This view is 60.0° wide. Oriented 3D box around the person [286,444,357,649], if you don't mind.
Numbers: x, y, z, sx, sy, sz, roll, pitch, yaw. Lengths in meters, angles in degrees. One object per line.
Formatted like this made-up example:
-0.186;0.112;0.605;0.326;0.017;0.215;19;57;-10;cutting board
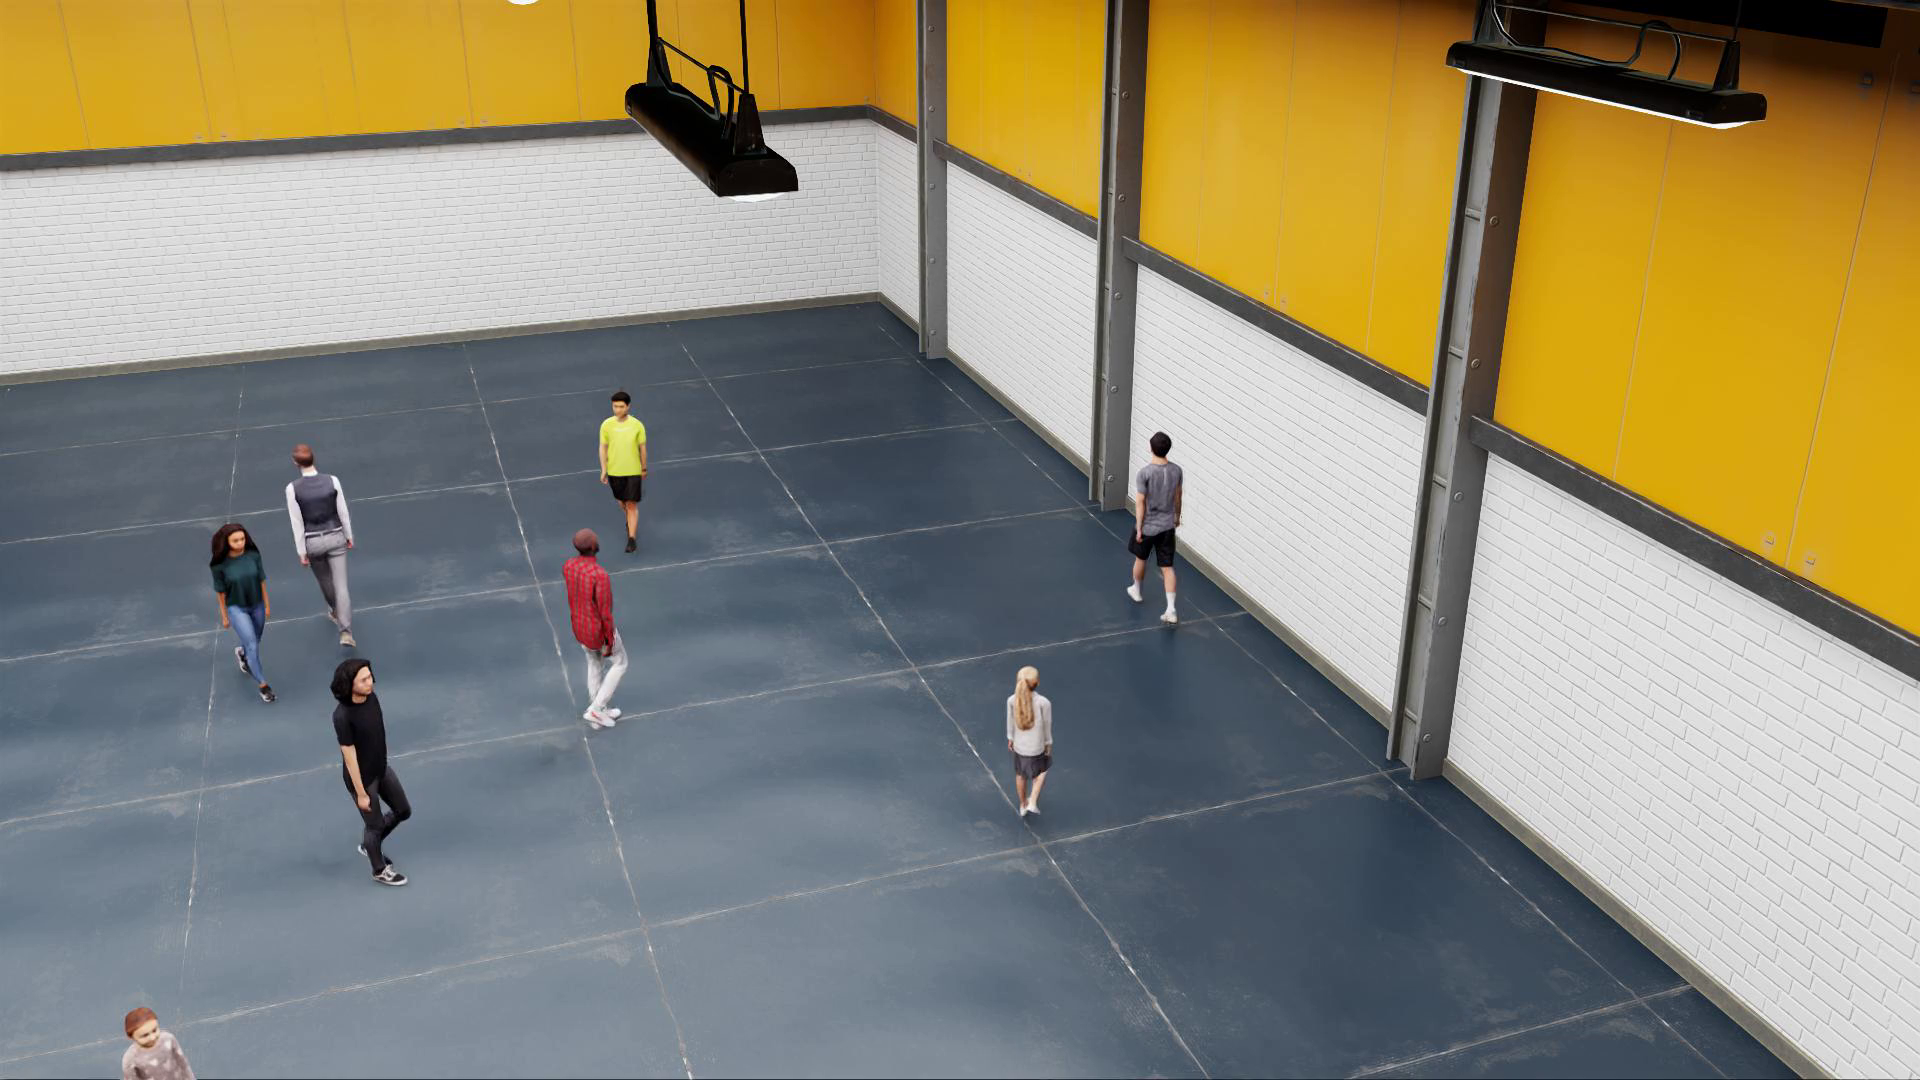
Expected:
-5.813;0.075;15.242;0.646;1.909;1.232;-8;25;-17;person

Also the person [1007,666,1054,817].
0.519;1.562;12.639;0.644;1.270;0.701;7;25;15;person

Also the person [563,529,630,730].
-3.081;0.768;13.785;0.833;1.807;0.899;15;28;31;person

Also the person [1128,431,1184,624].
1.902;-0.084;15.696;0.730;1.838;1.200;-7;24;-15;person

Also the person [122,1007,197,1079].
-4.480;3.080;9.290;0.877;1.171;0.753;17;29;33;person

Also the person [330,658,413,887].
-4.255;1.639;11.776;0.866;1.820;0.799;7;25;16;person

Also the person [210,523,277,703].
-6.250;0.581;14.492;0.873;1.583;1.140;-22;32;-40;person

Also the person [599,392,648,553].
-3.522;-0.769;17.472;0.879;1.669;1.188;0;24;-1;person
